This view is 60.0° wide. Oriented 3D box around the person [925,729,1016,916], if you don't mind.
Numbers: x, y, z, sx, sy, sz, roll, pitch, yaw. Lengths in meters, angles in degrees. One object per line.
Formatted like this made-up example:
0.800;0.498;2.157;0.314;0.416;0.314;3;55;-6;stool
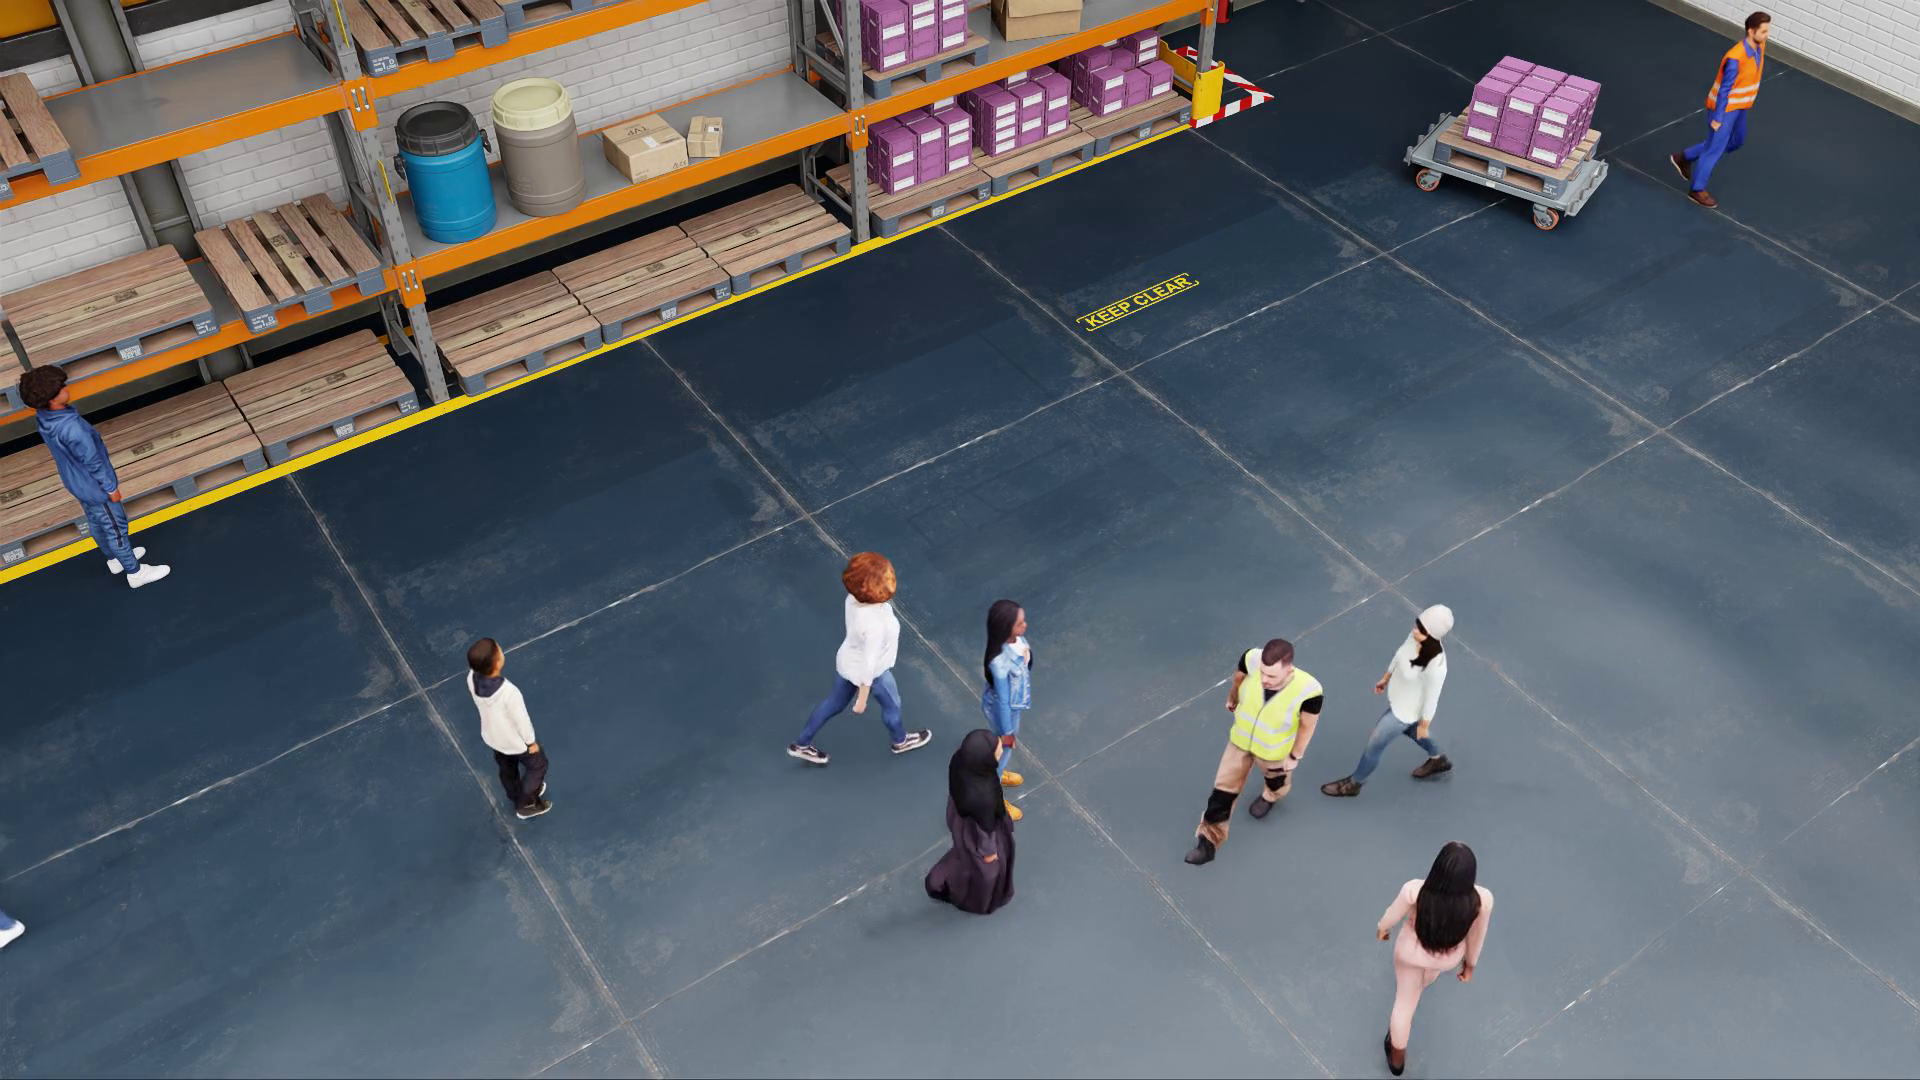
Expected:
0.029;1.593;9.306;0.869;1.604;0.748;-12;45;-12;person

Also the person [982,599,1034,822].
0.257;0.977;9.875;0.728;1.712;0.687;4;44;4;person

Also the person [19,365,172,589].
-5.909;-0.430;11.280;0.738;1.811;0.672;29;51;27;person

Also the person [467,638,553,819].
-2.717;1.176;9.856;0.688;1.448;0.679;23;48;22;person

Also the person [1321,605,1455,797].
2.742;0.955;9.966;1.131;1.617;0.966;0;44;-1;person

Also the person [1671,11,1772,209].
6.797;-3.892;14.881;0.792;1.854;0.822;-33;53;-30;person

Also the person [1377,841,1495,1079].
2.422;2.216;8.586;1.005;1.694;1.049;5;44;5;person

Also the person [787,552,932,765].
-0.685;0.796;10.092;1.211;1.674;0.839;-15;46;-15;person

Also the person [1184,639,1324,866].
1.820;1.102;9.701;1.028;1.770;1.298;28;50;26;person
